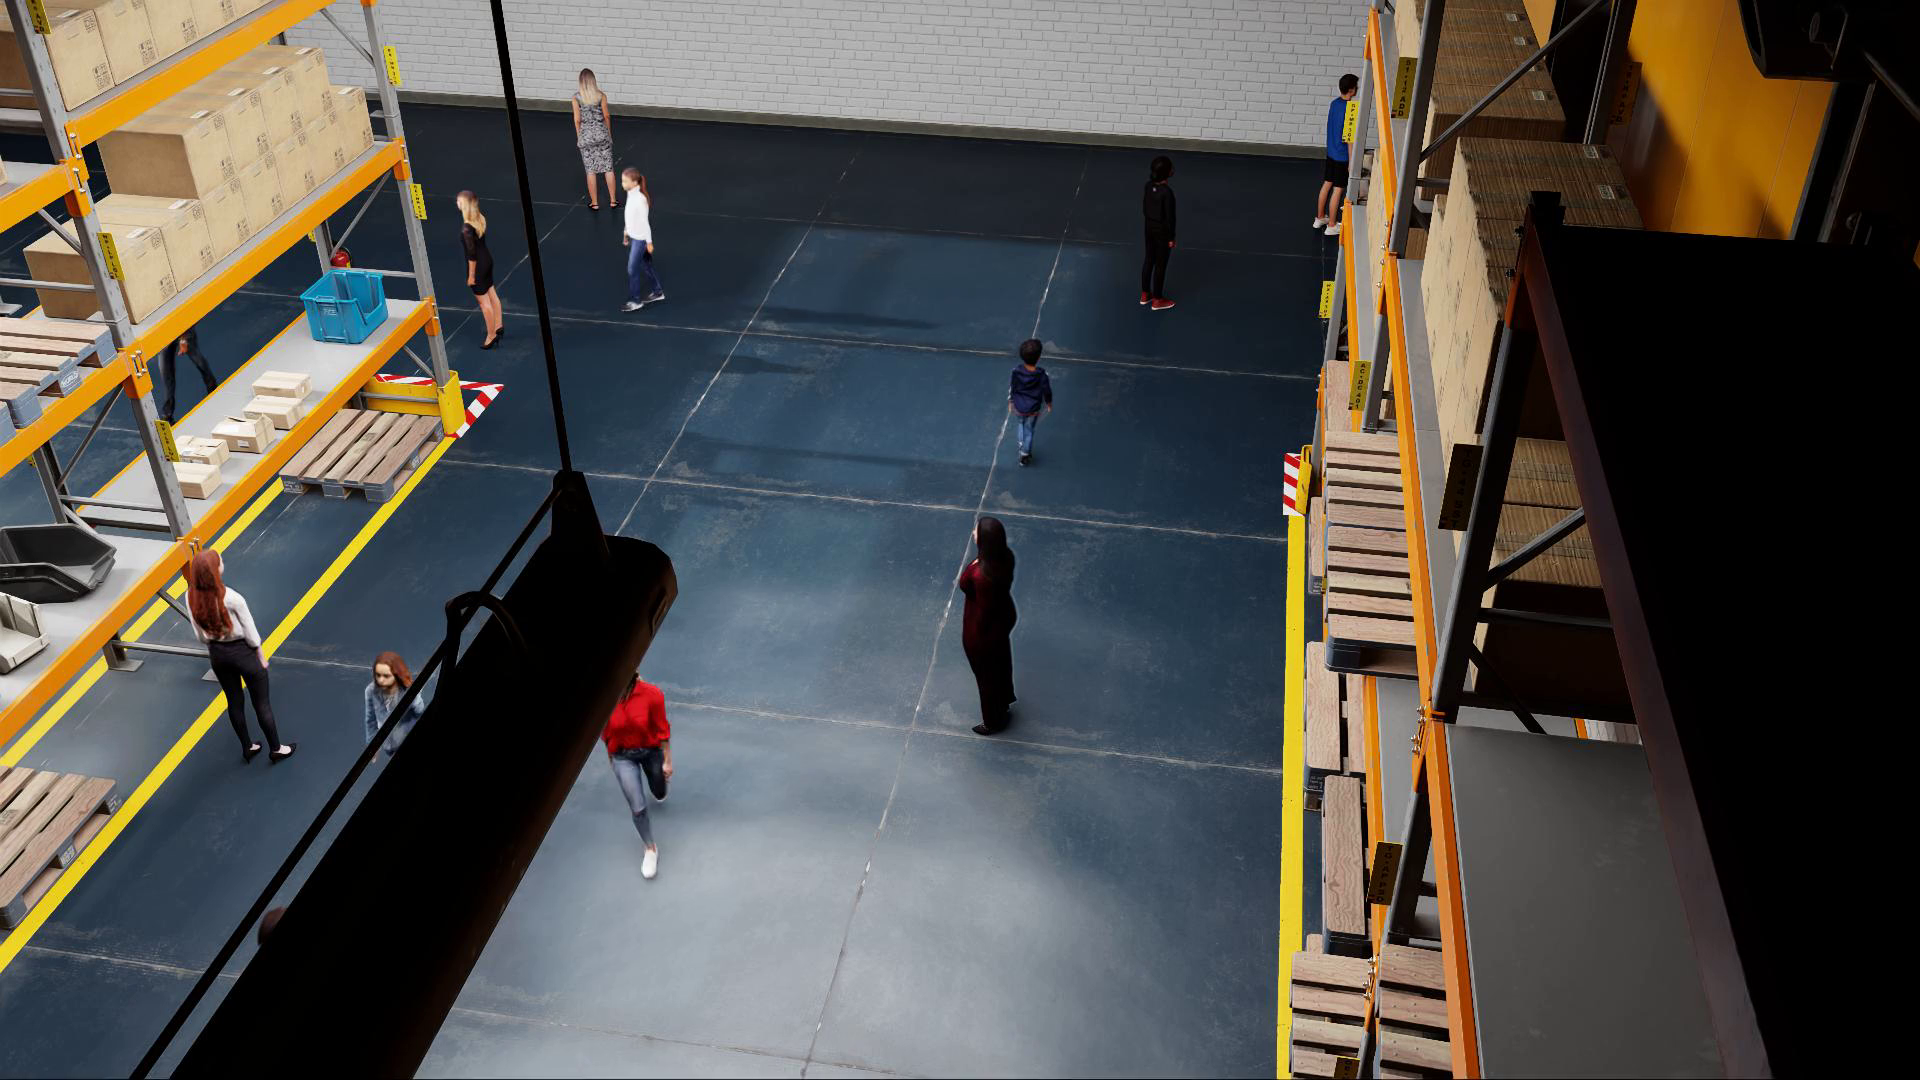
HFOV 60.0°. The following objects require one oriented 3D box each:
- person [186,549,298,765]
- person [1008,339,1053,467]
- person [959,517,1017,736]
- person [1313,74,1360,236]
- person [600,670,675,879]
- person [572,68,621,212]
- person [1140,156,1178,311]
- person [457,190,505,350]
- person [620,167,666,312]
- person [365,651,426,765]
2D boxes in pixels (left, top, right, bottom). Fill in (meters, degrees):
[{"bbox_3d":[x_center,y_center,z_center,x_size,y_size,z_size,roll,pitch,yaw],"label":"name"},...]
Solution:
[{"bbox_3d":[-4.947,0.813,11.366,0.587,1.760,0.495,5,34,7],"label":"person"},{"bbox_3d":[0.588,-1.212,14.909,0.591,1.210,0.660,11,35,16],"label":"person"},{"bbox_3d":[0.217,0.590,11.704,0.748,1.756,0.585,9,35,14],"label":"person"},{"bbox_3d":[4.383,-4.474,19.225,0.811,1.866,0.702,-13,36,-19],"label":"person"},{"bbox_3d":[-2.056,1.339,10.651,0.799,1.675,1.055,-5,34,-7],"label":"person"},{"bbox_3d":[-4.356,-4.765,19.809,0.633,1.703,0.620,-8,34,-12],"label":"person"},{"bbox_3d":[2.094,-3.246,17.550,0.739,1.674,0.679,-21,39,-28],"label":"person"},{"bbox_3d":[-4.839,-2.736,16.781,0.616,1.676,0.410,4,34,6],"label":"person"},{"bbox_3d":[-3.311,-3.215,17.626,0.873,1.538,0.825,-19,38,-26],"label":"person"},{"bbox_3d":[-3.610,1.298,10.913,0.636,1.454,1.013,10,35,14],"label":"person"}]
